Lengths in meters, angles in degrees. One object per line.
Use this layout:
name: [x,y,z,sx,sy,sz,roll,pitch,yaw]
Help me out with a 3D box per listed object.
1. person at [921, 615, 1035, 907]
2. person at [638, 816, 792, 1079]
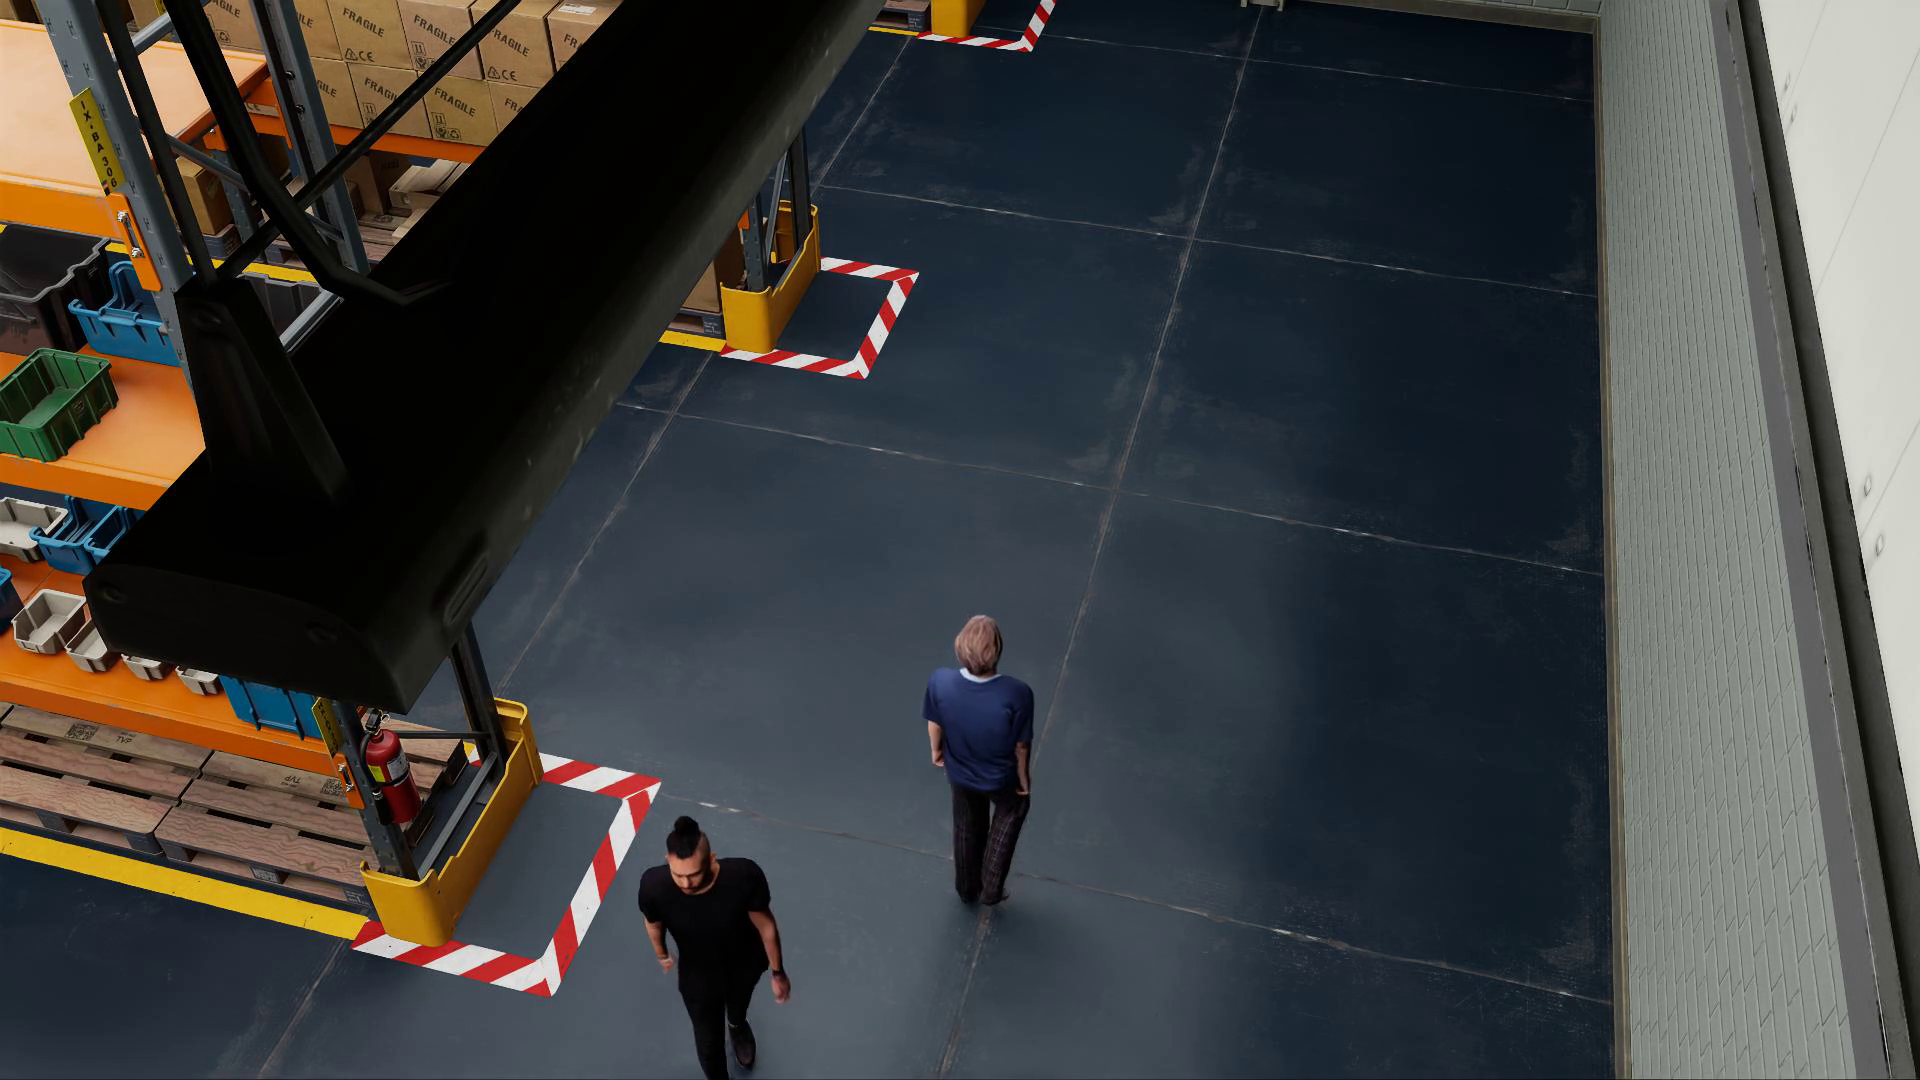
person: [0.090,1.118,7.622,0.599,1.857,0.717,11,44,12]
person: [-1.033,1.674,7.039,0.997,1.840,1.006,-10,44,-11]
